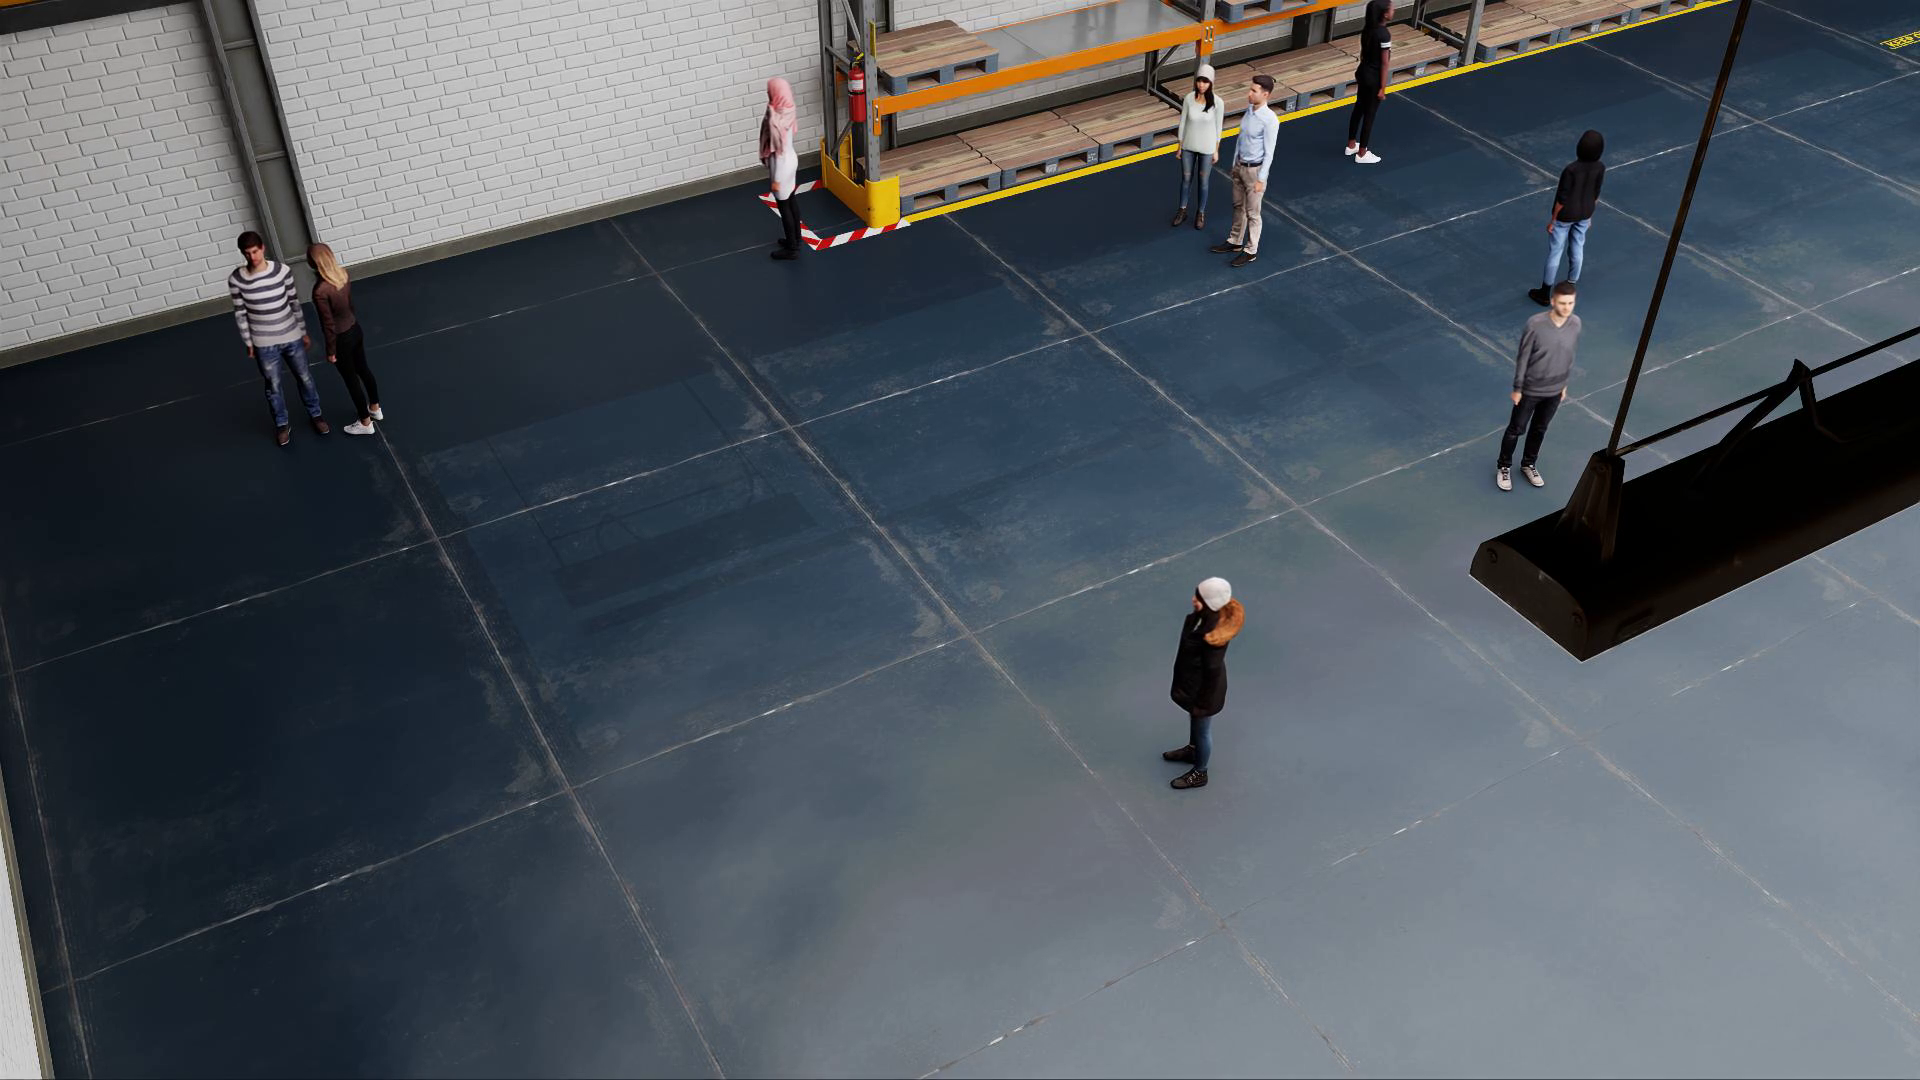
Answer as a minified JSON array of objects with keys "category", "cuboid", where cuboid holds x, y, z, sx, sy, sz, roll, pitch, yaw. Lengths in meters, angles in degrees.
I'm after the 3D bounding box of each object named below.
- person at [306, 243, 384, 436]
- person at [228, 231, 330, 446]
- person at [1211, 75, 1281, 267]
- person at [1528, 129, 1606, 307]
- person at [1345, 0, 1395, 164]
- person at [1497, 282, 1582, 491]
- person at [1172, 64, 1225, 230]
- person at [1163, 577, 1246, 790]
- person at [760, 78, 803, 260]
[{"category":"person","cuboid":[-4.974,-1.635,13.448,0.706,1.704,0.672,5,39,7]},{"category":"person","cuboid":[-5.487,-1.646,13.343,0.485,1.854,0.723,-16,41,-19]},{"category":"person","cuboid":[2.740,-3.497,15.666,0.611,1.848,0.647,-17,42,-20]},{"category":"person","cuboid":[5.540,-2.914,15.052,0.581,1.702,0.699,-6,39,-8]},{"category":"person","cuboid":[4.316,-4.825,17.424,0.624,1.728,0.655,-11,40,-14]},{"category":"person","cuboid":[4.487,-1.200,12.858,0.606,1.761,0.748,-6,39,-7]},{"category":"person","cuboid":[2.331,-3.849,16.268,0.641,1.645,0.693,11,40,13]},{"category":"person","cuboid":[1.510,0.878,10.359,0.759,1.634,0.733,-1,39,-2]},{"category":"person","cuboid":[-1.666,-3.509,15.716,0.789,1.803,0.728,10,40,12]}]
